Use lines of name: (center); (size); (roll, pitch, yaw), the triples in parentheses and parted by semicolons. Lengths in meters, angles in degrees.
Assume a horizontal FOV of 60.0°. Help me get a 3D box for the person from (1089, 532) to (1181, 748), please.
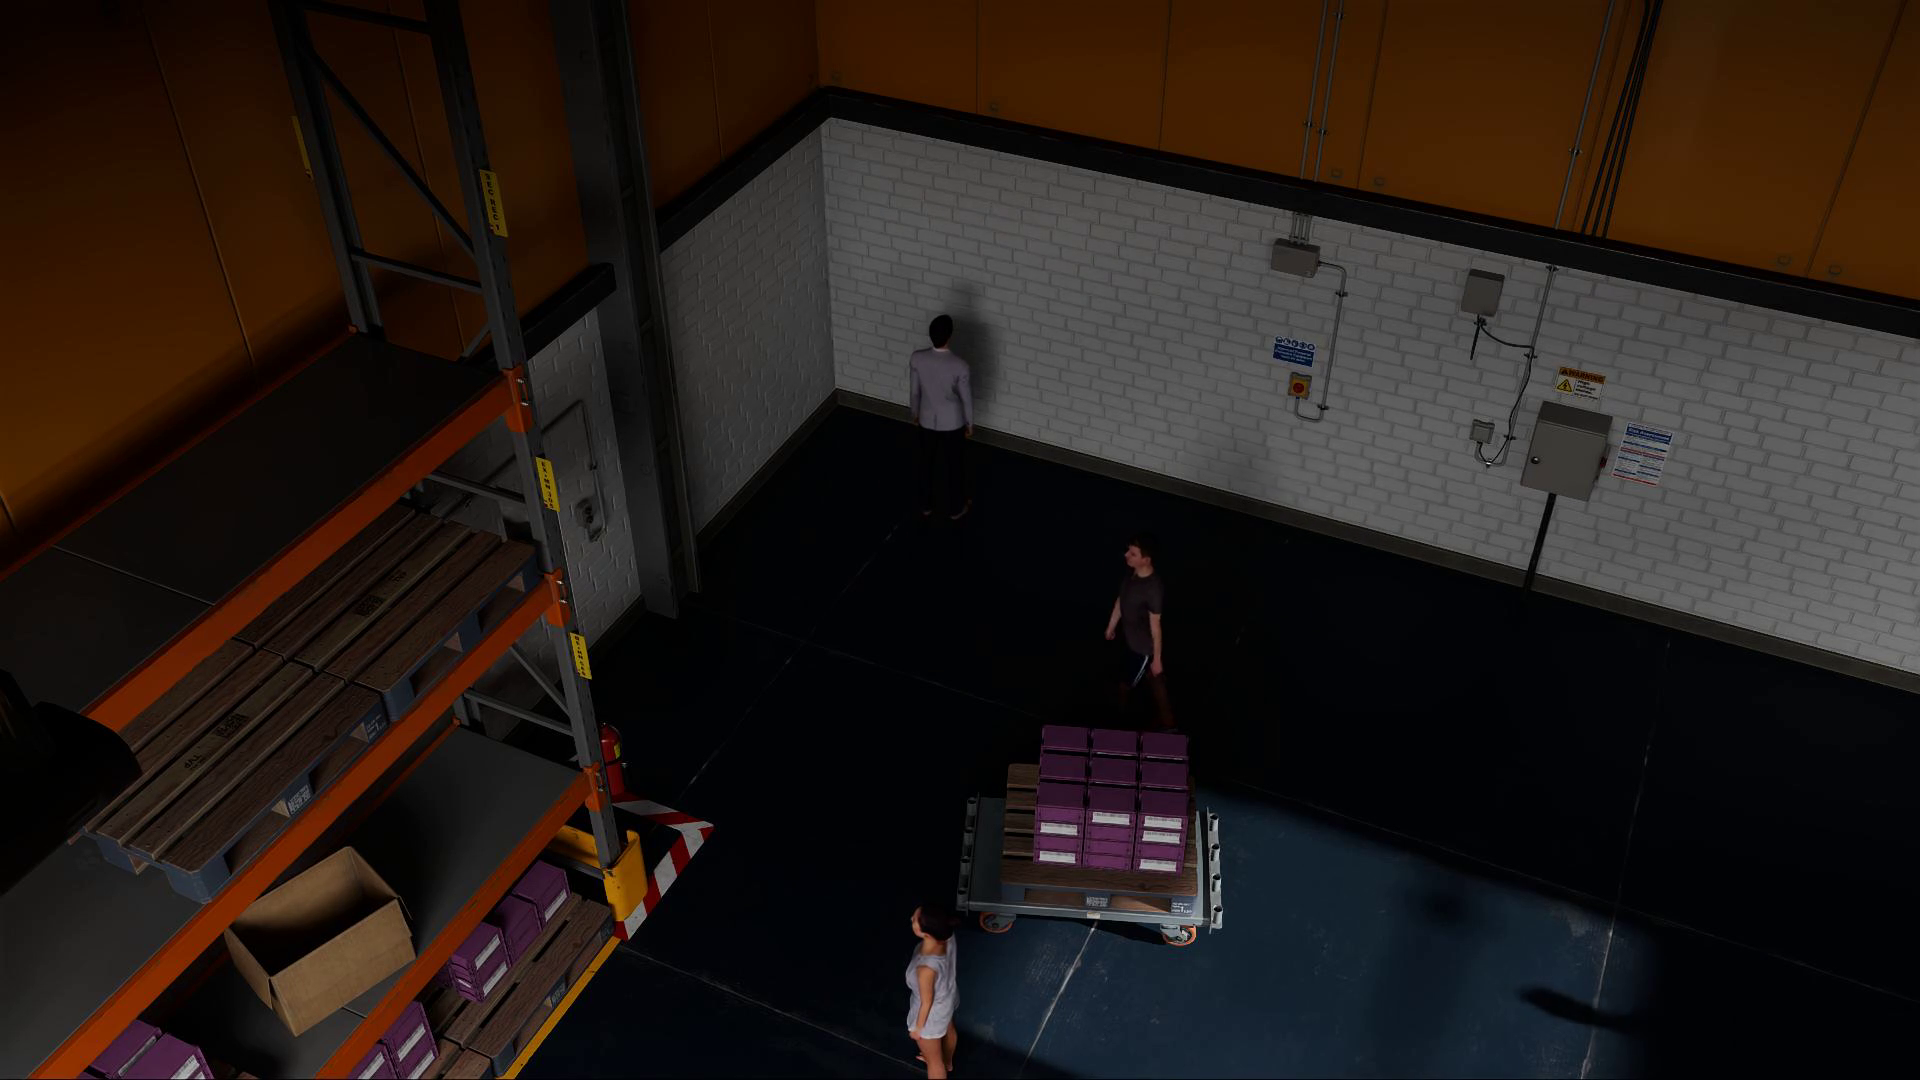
person: (1.328, 0.690, 11.378); (1.139, 1.810, 1.153); (-8, 39, -10)

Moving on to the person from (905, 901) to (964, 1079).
person: (-0.140, 2.550, 9.214); (0.659, 1.605, 0.538); (9, 40, 11)

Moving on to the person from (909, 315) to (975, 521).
person: (-0.156, -0.986, 13.445); (0.705, 1.850, 0.594); (11, 40, 14)
